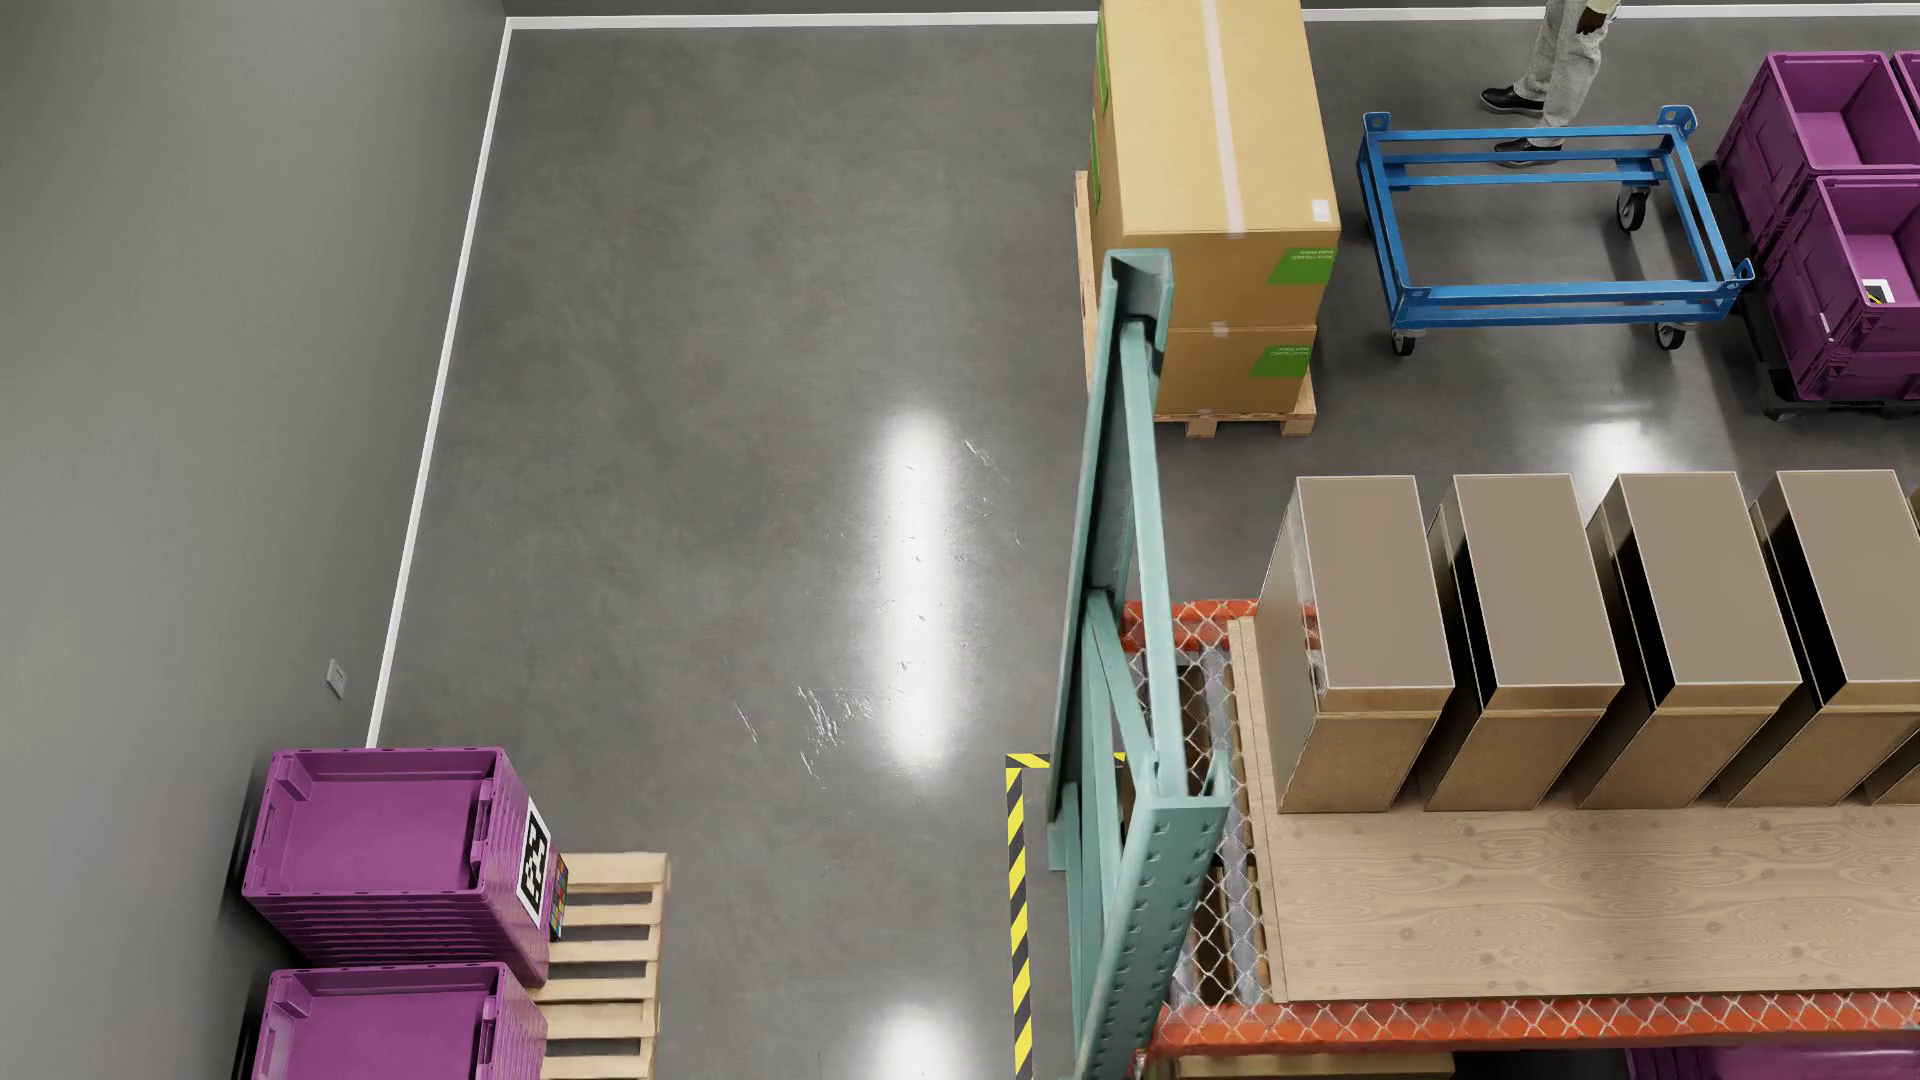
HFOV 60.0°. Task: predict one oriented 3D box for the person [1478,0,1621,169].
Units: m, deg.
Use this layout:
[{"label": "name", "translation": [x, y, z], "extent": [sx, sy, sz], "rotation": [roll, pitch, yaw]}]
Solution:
[{"label": "person", "translation": [2.317, -2.156, 6.085], "extent": [0.404, 1.833, 0.593], "rotation": [2, 58, 1]}]
